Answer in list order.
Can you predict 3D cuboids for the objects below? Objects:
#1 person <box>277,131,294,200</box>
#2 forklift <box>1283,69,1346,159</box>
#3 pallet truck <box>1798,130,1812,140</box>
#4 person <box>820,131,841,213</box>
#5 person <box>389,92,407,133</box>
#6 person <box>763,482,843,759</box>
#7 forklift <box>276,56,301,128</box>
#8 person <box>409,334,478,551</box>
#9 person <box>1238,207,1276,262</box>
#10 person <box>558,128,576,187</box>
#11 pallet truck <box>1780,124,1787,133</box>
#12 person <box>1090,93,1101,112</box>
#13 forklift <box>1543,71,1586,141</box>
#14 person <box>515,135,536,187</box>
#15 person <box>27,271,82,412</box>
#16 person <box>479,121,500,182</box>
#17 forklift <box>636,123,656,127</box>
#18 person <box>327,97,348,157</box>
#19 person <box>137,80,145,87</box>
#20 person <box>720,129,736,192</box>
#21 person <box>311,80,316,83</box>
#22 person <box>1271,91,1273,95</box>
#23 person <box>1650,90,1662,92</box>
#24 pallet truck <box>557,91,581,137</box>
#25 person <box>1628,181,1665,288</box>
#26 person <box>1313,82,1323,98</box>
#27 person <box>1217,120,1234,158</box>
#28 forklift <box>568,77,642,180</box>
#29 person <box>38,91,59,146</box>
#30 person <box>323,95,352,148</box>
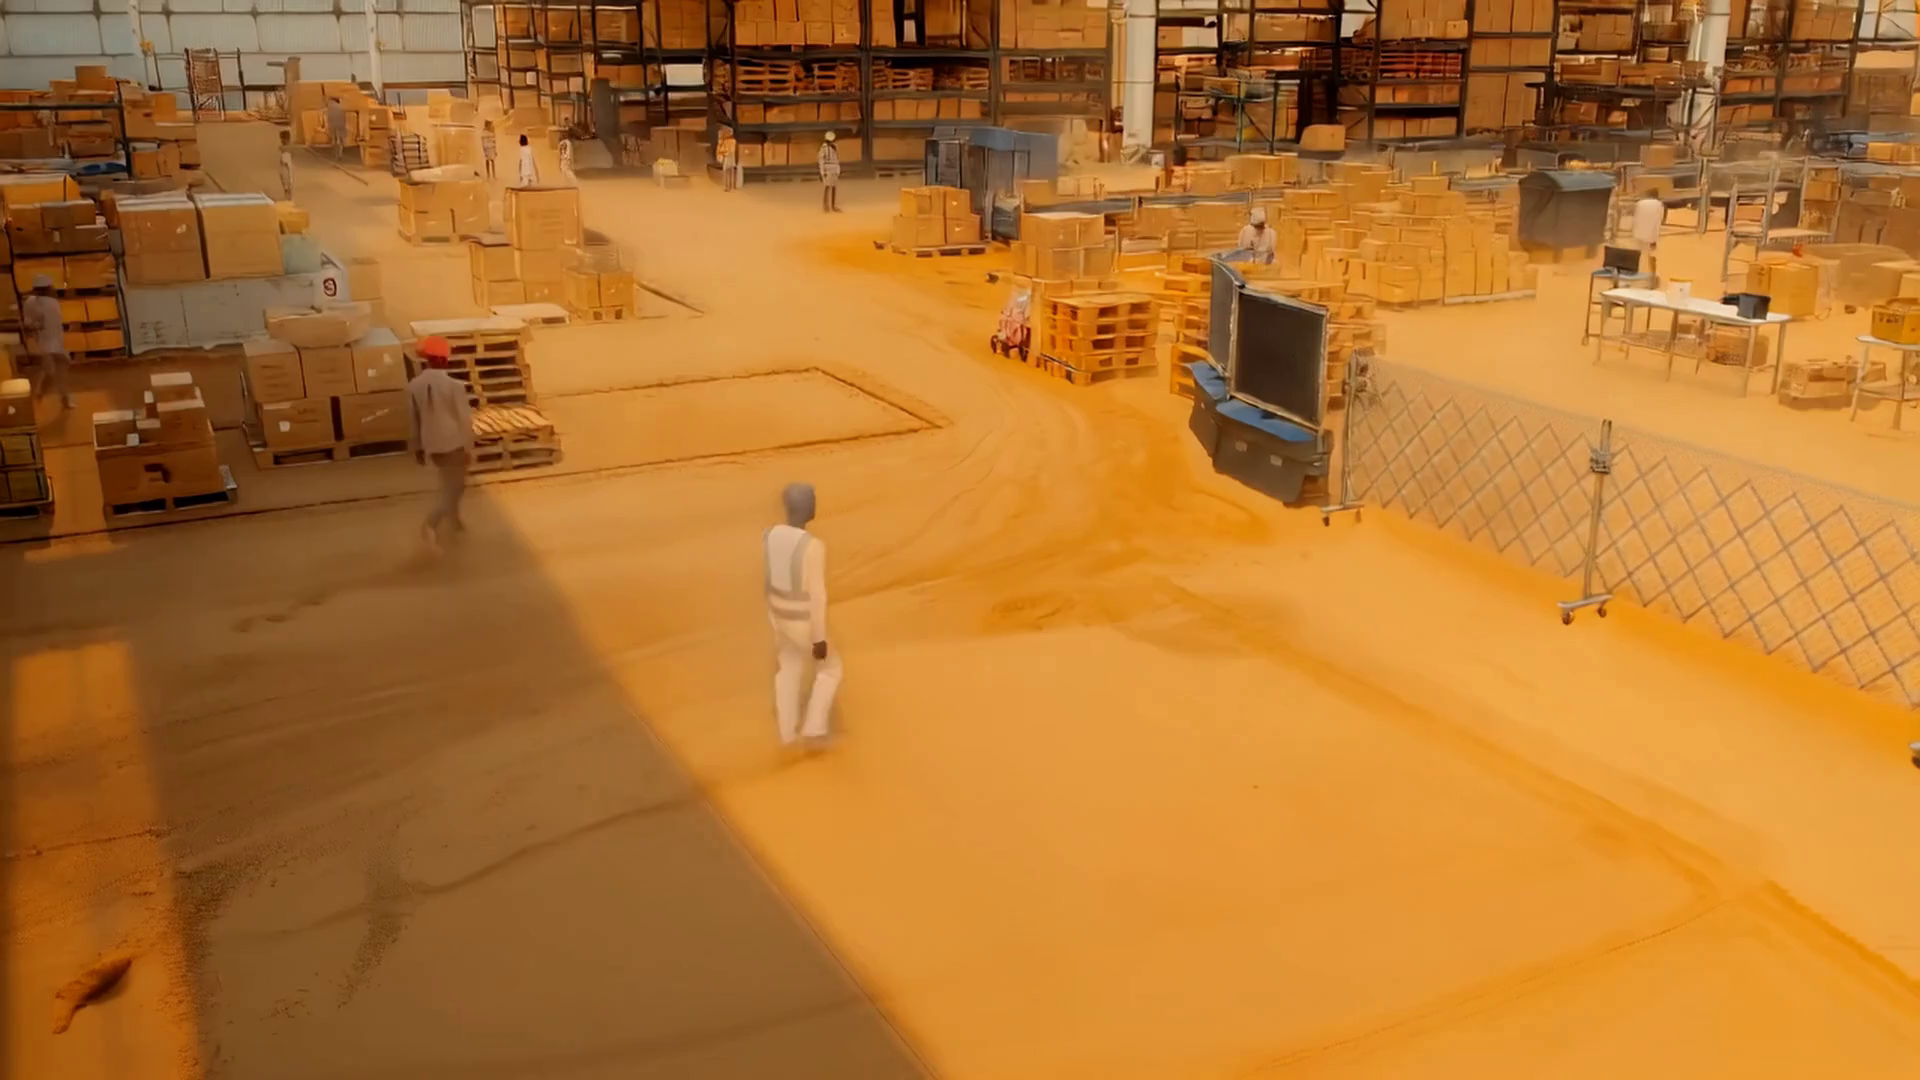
[{"bbox_3d":[-15.998,-8.720,39.516,0.386,1.958,0.604,-10,20,-28],"label":"person"},{"bbox_3d":[11.615,-13.871,54.079,1.129,2.768,1.873,-9,20,-27],"label":"forklift"},{"bbox_3d":[25.526,-11.556,49.408,1.630,1.274,0.653,-9,20,-26],"label":"pallet truck"},{"bbox_3d":[-3.078,-8.820,39.849,0.547,1.938,0.379,-12,21,-32],"label":"person"},{"bbox_3d":[-19.666,-14.721,58.301,0.591,1.911,0.390,-2,18,-5],"label":"person"},{"bbox_3d":[-0.996,0.525,10.824,0.526,1.867,0.615,-16,24,-41],"label":"person"},{"bbox_3d":[-27.100,-18.345,68.028,1.873,2.768,1.129,-9,20,-26],"label":"forklift"},{"bbox_3d":[-4.705,-0.862,14.991,0.626,1.968,0.772,10,20,27],"label":"person"},{"bbox_3d":[4.589,-4.241,25.760,0.586,1.825,0.404,-1,18,-3],"label":"person"},{"bbox_3d":[-10.636,-10.265,44.846,0.461,1.625,0.533,5,18,15],"label":"person"},{"bbox_3d":[25.206,-12.542,52.601,1.601,1.201,0.680,0,18,-2],"label":"pallet truck"},{"bbox_3d":[5.350,-16.891,65.500,0.500,1.636,0.285,2,18,6],"label":"person"},{"bbox_3d":[18.685,-13.231,52.085,1.873,2.768,1.129,-9,20,-26],"label":"forklift"},{"bbox_3d":[-10.297,-8.633,39.377,0.314,1.869,0.537,16,24,41],"label":"person"},{"bbox_3d":[-11.035,-2.377,20.101,0.494,1.725,0.483,7,19,22],"label":"person"},{"bbox_3d":[-13.293,-10.984,46.986,0.318,1.697,0.535,14,23,37],"label":"person"},{"bbox_3d":[-13.418,-18.476,68.435,1.129,2.768,1.873,7,19,21],"label":"forklift"},{"bbox_3d":[-20.446,-13.589,54.735,0.628,1.927,0.465,-1,18,-4],"label":"person"},{"bbox_3d":[-32.300,-17.199,65.880,0.395,1.994,0.612,-16,24,-40],"label":"person"},{"bbox_3d":[-6.194,-10.131,44.421,0.305,1.637,0.522,14,22,37],"label":"person"},{"bbox_3d":[-26.274,-17.770,67.793,0.549,1.916,0.816,-1,18,-4],"label":"person"},{"bbox_3d":[11.154,-15.215,59.881,0.745,1.882,0.655,-2,18,-6],"label":"person"},{"bbox_3d":[28.389,-17.772,67.754,0.871,1.934,0.652,-13,22,-36],"label":"person"},{"bbox_3d":[-13.495,-14.412,57.188,0.823,1.965,1.885,-3,18,-9],"label":"pallet truck"},{"bbox_3d":[11.954,-5.273,28.861,0.993,1.887,0.571,-13,22,-35],"label":"person"},{"bbox_3d":[14.803,-17.945,68.526,0.875,1.808,0.628,-8,19,-23],"label":"person"},{"bbox_3d":[8.172,-12.412,51.358,0.529,1.751,0.598,10,20,27],"label":"person"},{"bbox_3d":[-10.286,-11.830,47.714,1.873,2.768,1.129,-9,20,-26],"label":"forklift"},{"bbox_3d":[-32.339,-14.970,59.069,0.644,1.923,0.513,-6,19,-19],"label":"person"},{"bbox_3d":[-21.905,-14.640,58.231,0.994,1.785,0.644,-6,19,-19],"label":"person"}]
